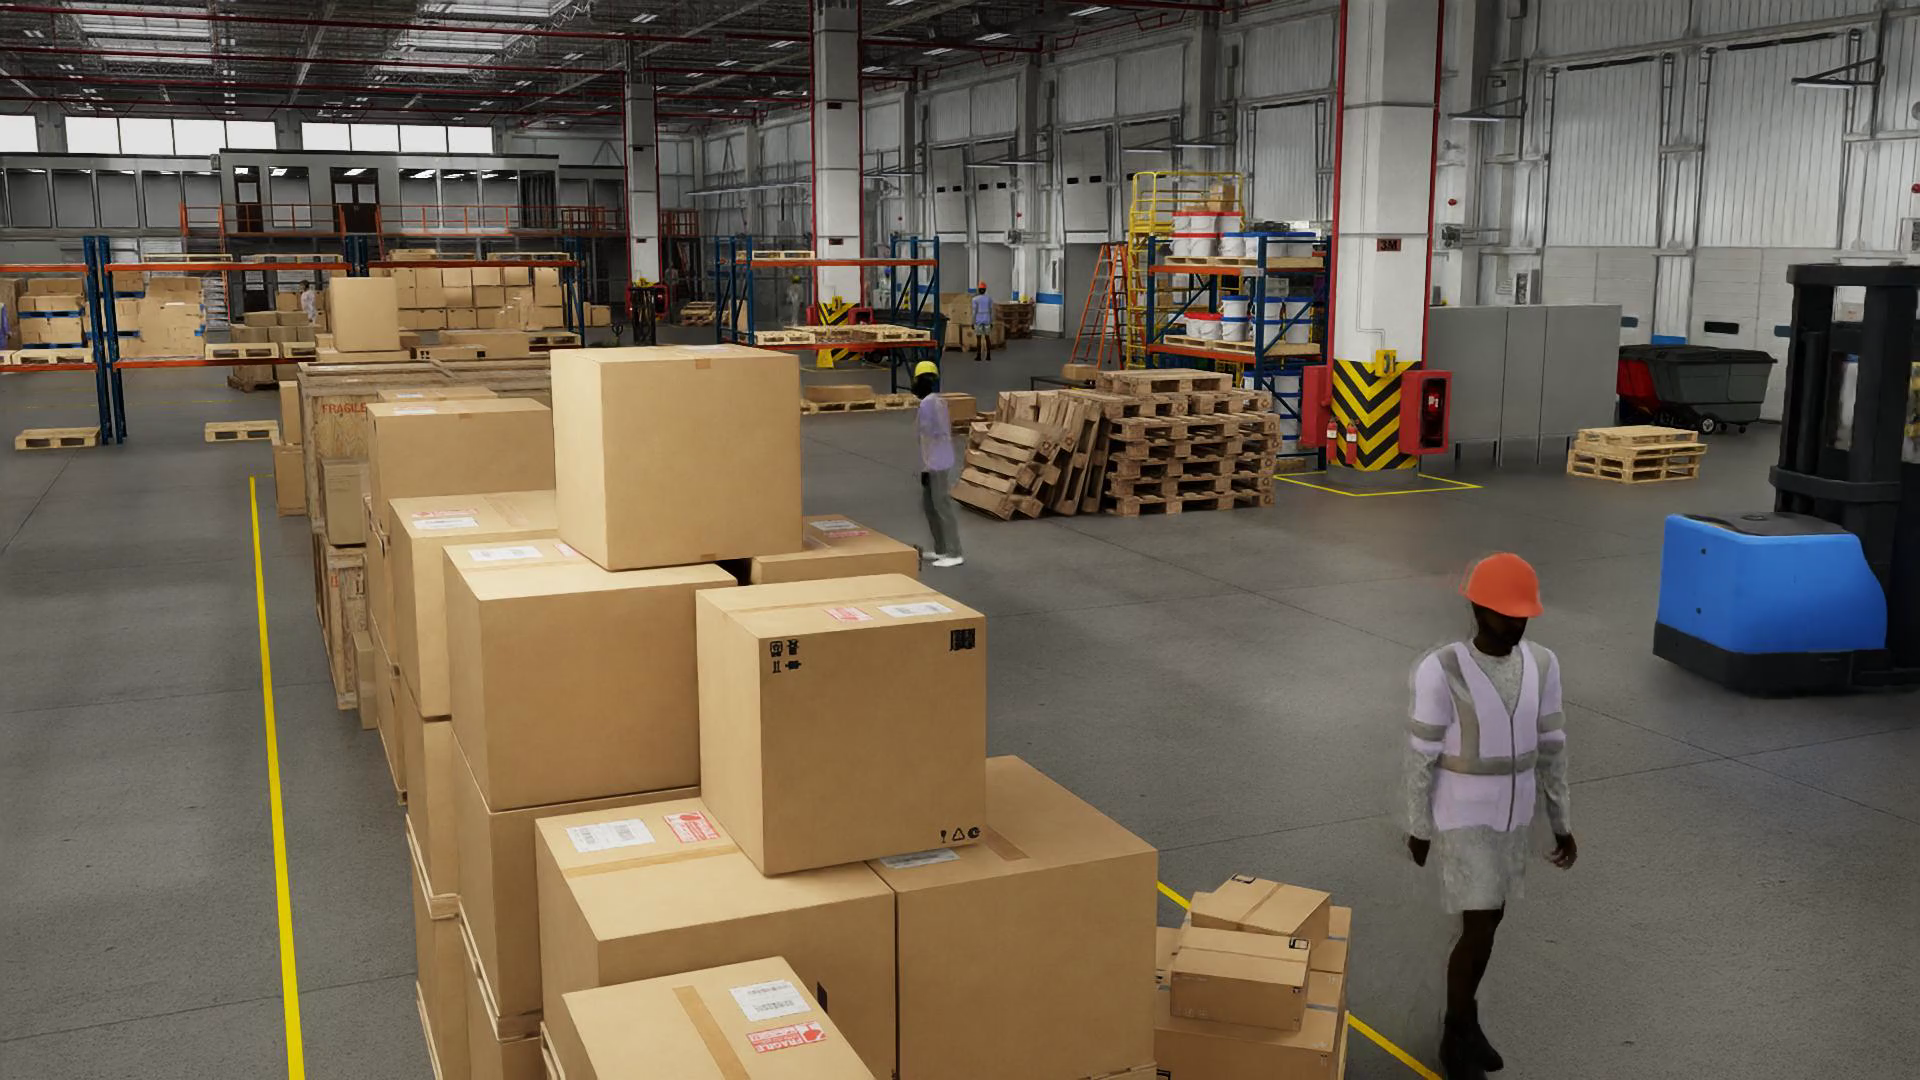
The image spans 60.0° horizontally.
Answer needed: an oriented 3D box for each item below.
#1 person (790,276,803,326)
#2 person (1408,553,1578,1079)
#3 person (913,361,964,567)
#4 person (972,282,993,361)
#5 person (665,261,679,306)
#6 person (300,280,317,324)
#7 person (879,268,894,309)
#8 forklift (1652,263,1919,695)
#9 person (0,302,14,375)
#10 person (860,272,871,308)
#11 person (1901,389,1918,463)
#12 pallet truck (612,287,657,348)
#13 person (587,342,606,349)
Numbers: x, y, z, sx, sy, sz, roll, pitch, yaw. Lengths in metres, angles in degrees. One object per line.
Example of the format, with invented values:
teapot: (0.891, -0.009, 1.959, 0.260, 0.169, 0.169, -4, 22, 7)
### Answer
person: (-5.601, -8.206, 57.120, 0.537, 1.724, 0.489, -8, 13, -37)
person: (1.909, 0.995, 5.861, 0.558, 1.918, 0.629, -4, 11, -21)
person: (-0.196, -0.690, 15.278, 0.508, 1.886, 0.636, 1, 10, 5)
person: (0.541, -5.373, 40.897, 0.550, 1.935, 0.375, -3, 11, -16)
person: (-12.870, -11.443, 74.228, 0.612, 1.986, 0.407, -1, 10, -4)
person: (-17.022, -5.833, 43.475, 0.371, 1.933, 0.625, -9, 14, -41)
person: (-2.582, -8.708, 59.281, 0.611, 1.938, 0.416, -2, 11, -13)
forklift: (5.884, -0.458, 11.212, 1.873, 2.768, 1.129, -1, 10, -8)
person: (-21.248, -4.590, 36.636, 0.590, 1.918, 0.389, 0, 10, 1)
person: (-3.289, -8.088, 55.992, 0.595, 1.897, 0.852, 0, 10, -2)
person: (6.821, -0.178, 12.311, 0.391, 1.928, 0.636, 0, 10, 0)
pallet truck: (-6.464, -4.406, 35.401, 0.823, 1.965, 1.885, 6, 12, 32)
person: (-3.888, -1.234, 18.236, 1.021, 1.874, 0.735, 3, 11, 16)
